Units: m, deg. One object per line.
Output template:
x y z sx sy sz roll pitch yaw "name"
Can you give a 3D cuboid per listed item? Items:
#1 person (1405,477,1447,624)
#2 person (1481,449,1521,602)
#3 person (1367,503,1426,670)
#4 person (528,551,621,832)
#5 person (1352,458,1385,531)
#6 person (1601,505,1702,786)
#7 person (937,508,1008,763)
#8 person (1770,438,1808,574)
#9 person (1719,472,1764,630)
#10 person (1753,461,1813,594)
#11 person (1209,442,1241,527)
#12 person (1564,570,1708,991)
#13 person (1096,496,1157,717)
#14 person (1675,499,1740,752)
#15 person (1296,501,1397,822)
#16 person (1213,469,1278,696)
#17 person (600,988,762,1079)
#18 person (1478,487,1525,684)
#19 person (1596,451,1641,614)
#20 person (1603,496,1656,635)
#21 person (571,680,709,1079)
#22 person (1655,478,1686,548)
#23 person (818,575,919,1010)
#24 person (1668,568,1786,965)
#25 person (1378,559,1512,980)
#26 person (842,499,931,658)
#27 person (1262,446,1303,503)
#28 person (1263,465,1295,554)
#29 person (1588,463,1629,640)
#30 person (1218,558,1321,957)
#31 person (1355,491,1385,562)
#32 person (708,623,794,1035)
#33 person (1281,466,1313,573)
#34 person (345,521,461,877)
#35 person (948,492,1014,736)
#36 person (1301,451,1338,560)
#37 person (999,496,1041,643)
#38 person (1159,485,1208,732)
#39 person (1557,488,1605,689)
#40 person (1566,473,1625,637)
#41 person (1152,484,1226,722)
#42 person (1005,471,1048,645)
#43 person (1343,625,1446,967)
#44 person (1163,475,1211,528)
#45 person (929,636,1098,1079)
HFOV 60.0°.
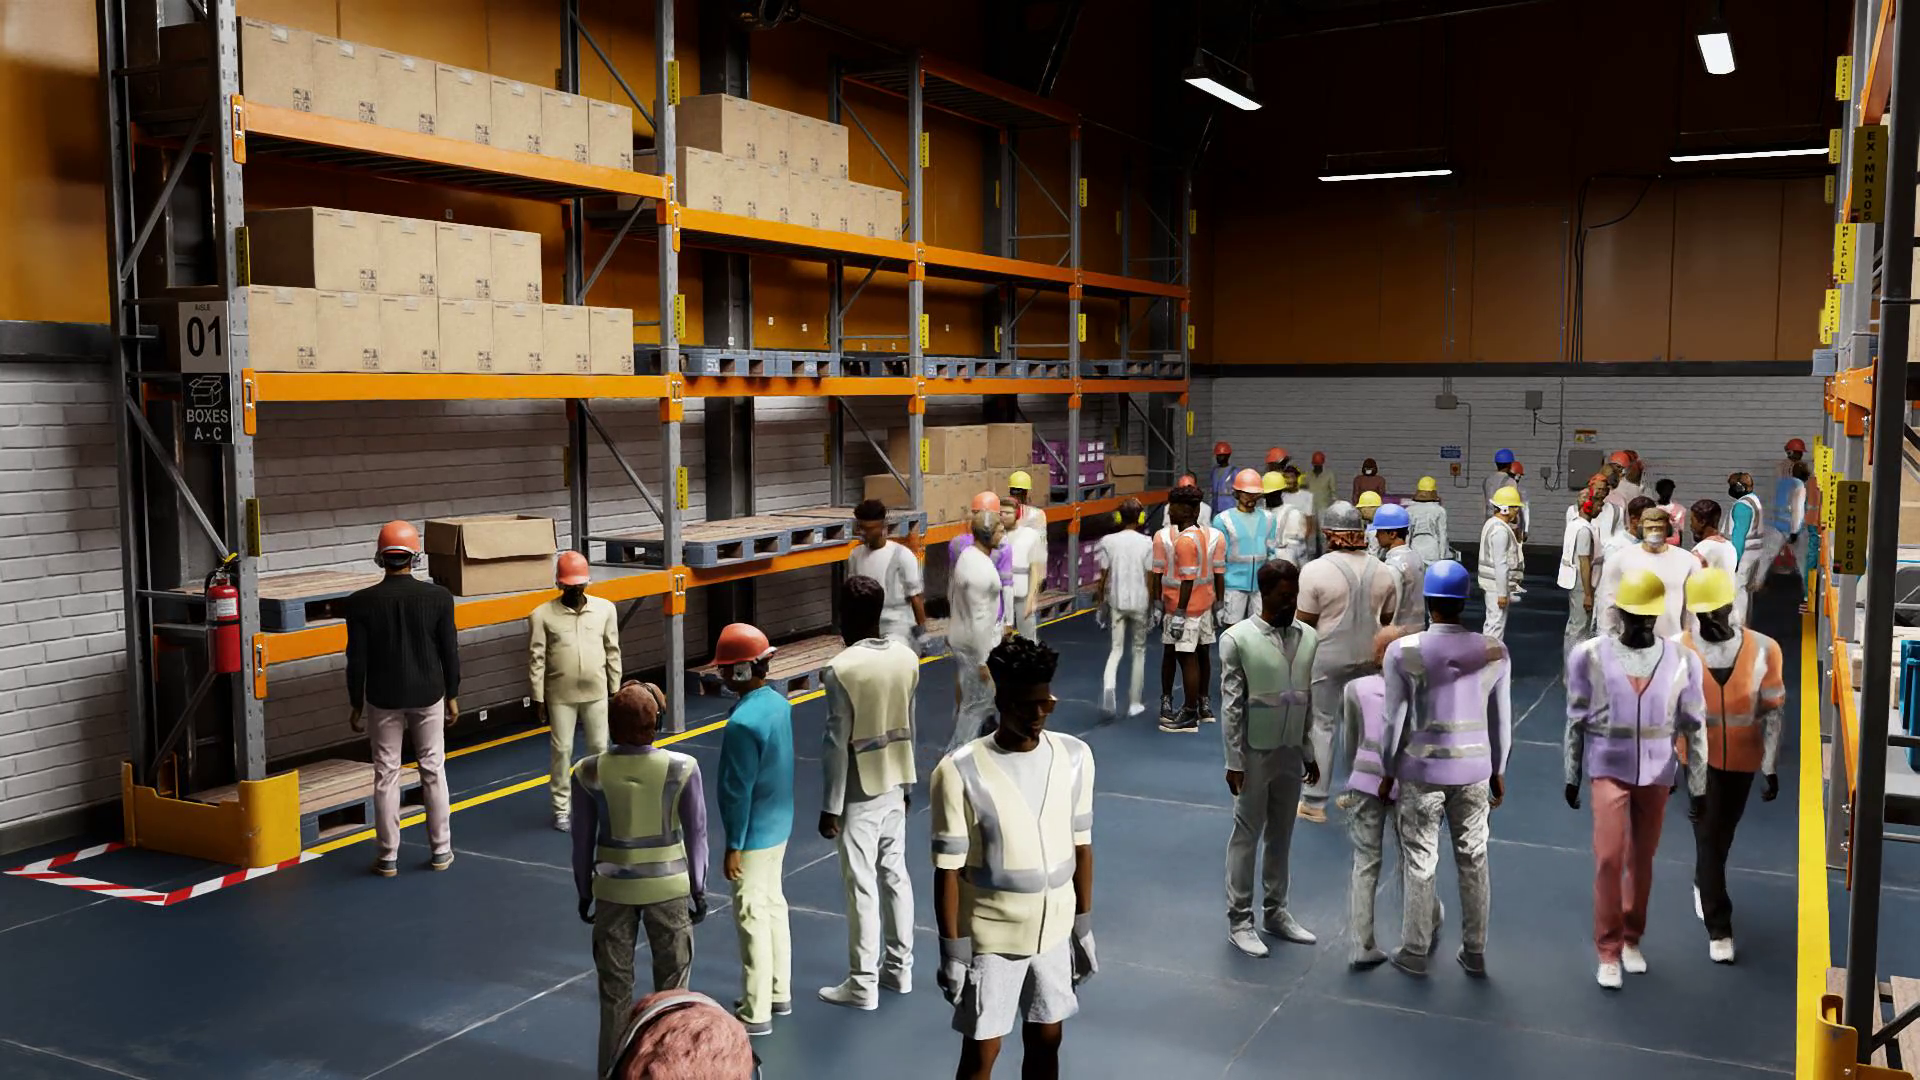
5.161 0.168 18.451 0.484 1.745 0.307 3 6 31 "person"
6.892 -0.184 21.155 0.394 1.945 0.614 -2 6 -22 "person"
3.023 0.714 11.558 0.415 1.939 0.605 3 6 31 "person"
-2.371 0.929 10.287 0.574 1.740 0.349 -3 6 -27 "person"
6.303 -0.449 25.678 0.497 1.633 0.289 2 6 20 "person"
4.732 0.726 11.407 0.635 1.937 0.352 1 5 15 "person"
0.117 0.745 11.237 0.423 1.930 0.674 0 5 -5 "person"
12.127 -0.491 24.274 0.615 1.985 0.412 -3 6 -27 "person"
8.344 0.190 17.787 0.429 1.831 0.633 3 6 33 "person"
10.882 -0.147 21.774 0.993 1.768 0.730 0 5 -4 "person"
3.811 -0.453 24.092 0.375 1.939 0.546 -4 7 -40 "person"
3.107 1.094 7.611 0.595 1.904 0.740 1 5 10 "person"
1.372 0.565 13.685 0.522 1.845 0.707 2 6 18 "person"
5.593 0.649 12.417 0.398 1.909 0.599 5 7 44 "person"
2.397 0.752 10.590 0.681 2.000 0.535 -2 6 -20 "person"
2.502 0.391 14.551 0.601 2.036 0.412 -2 6 -17 "person"
-0.394 1.588 2.385 0.655 1.895 0.400 -4 6 -35 "person"
5.001 0.417 15.373 0.404 1.824 0.586 1 5 12 "person"
7.684 -0.046 19.492 0.410 1.984 0.617 -5 7 -43 "person"
5.199 0.609 12.861 0.598 1.908 0.410 -3 6 -31 "person"
-1.205 1.348 6.293 0.513 1.642 0.311 0 5 -3 "person"
8.327 0.079 19.824 0.527 1.666 0.767 1 5 6 "person"
-0.391 1.112 7.412 0.379 1.912 0.591 4 6 33 "person"
3.749 1.054 8.275 0.585 1.874 0.992 1 5 14 "person"
2.245 1.062 7.736 0.615 1.945 0.400 0 5 -2 "person"
-0.564 0.661 12.203 0.675 1.917 0.734 5 7 41 "person"
3.969 -0.140 20.358 0.648 2.019 0.810 -3 6 -27 "person"
5.061 -0.582 26.268 0.842 1.798 0.528 -5 7 -41 "person"
6.818 0.154 17.560 0.372 1.940 0.632 -2 6 -20 "person"
1.514 1.039 8.148 0.593 1.919 0.391 -4 6 -34 "person"
3.994 0.393 16.117 0.353 1.734 0.483 2 6 17 "person"
-0.901 1.224 7.125 0.355 1.739 0.573 1 5 11 "person"
3.896 0.039 19.479 0.511 1.814 1.013 4 7 36 "person"
-3.130 0.887 9.369 0.609 1.996 0.379 -2 6 -22 "person"
0.175 0.580 13.075 0.550 1.925 0.391 2 6 23 "person"
5.588 -0.533 26.068 0.599 1.726 0.569 2 6 25 "person"
0.443 0.502 14.610 0.566 1.795 0.983 2 6 25 "person"
1.784 0.542 13.244 0.367 1.965 0.606 1 5 13 "person"
5.551 0.454 14.867 0.390 1.840 0.565 1 5 11 "person"
6.339 0.272 16.619 0.577 1.880 0.352 0 5 4 "person"
1.863 0.519 13.562 0.603 1.957 0.385 0 5 2 "person"
0.560 0.298 16.069 0.591 1.925 0.385 1 6 15 "person"
2.110 1.210 8.026 0.559 1.586 0.858 4 7 36 "person"
2.603 0.108 19.148 0.560 1.731 0.477 1 5 13 "person"
0.183 1.275 5.443 0.599 1.958 0.394 -3 6 -29 "person"
